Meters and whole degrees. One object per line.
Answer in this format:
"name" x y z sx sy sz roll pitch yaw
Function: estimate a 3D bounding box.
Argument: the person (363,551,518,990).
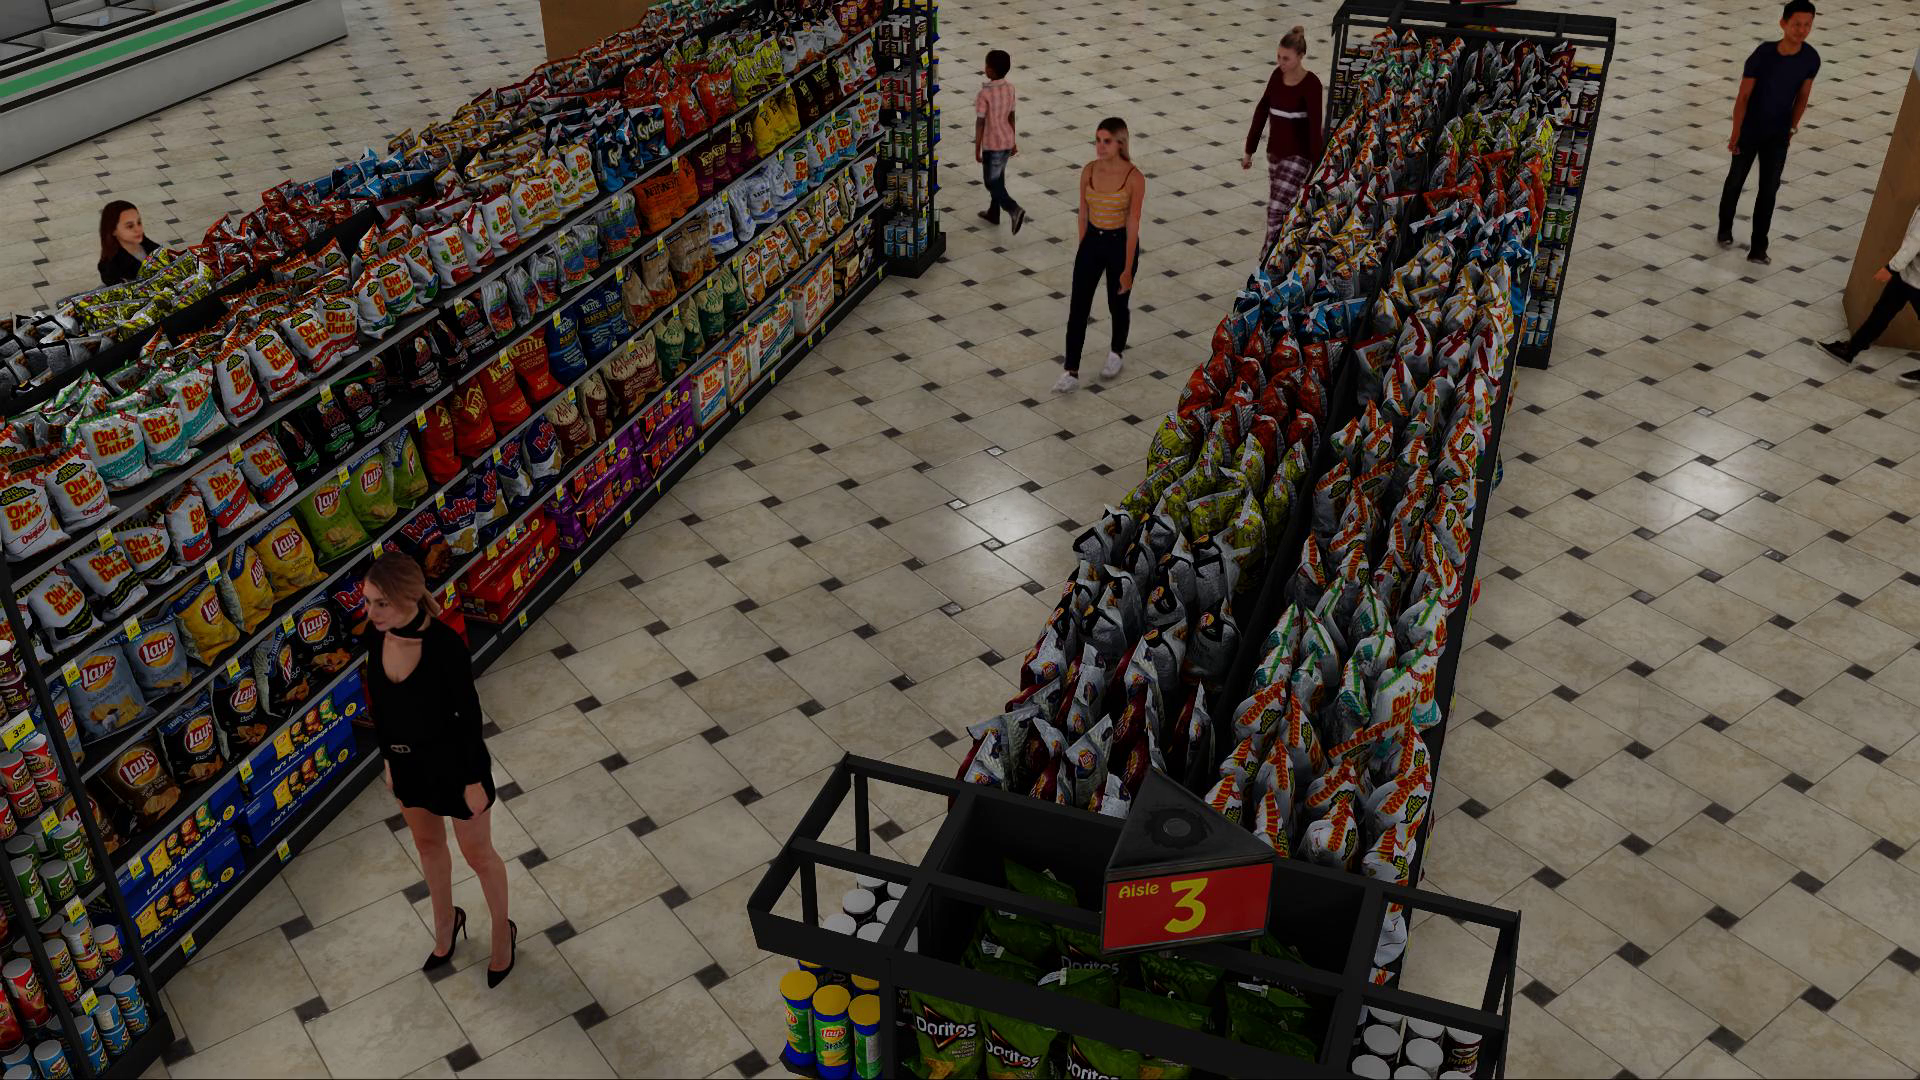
"person" -1.758 0.784 5.595 0.561 1.768 0.495 11 34 17

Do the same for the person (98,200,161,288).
"person" -4.339 -1.117 8.921 0.638 1.483 0.454 14 35 21

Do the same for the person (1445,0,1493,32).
"person" 3.581 -3.161 12.042 0.998 1.658 1.043 -12 34 -18

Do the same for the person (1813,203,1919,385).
"person" 5.685 -1.552 9.688 0.652 1.411 0.880 11 33 17

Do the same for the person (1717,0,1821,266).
"person" 5.489 -2.833 11.422 0.719 1.754 1.030 8 33 12

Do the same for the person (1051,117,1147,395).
"person" 0.911 -1.681 9.714 0.642 1.603 0.957 15 35 22

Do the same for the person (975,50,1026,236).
"person" 0.304 -2.803 11.811 0.837 1.292 0.809 -24 39 -33

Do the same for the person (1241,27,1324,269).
"person" 2.237 -2.558 11.047 0.983 1.684 0.941 -18 36 -26
